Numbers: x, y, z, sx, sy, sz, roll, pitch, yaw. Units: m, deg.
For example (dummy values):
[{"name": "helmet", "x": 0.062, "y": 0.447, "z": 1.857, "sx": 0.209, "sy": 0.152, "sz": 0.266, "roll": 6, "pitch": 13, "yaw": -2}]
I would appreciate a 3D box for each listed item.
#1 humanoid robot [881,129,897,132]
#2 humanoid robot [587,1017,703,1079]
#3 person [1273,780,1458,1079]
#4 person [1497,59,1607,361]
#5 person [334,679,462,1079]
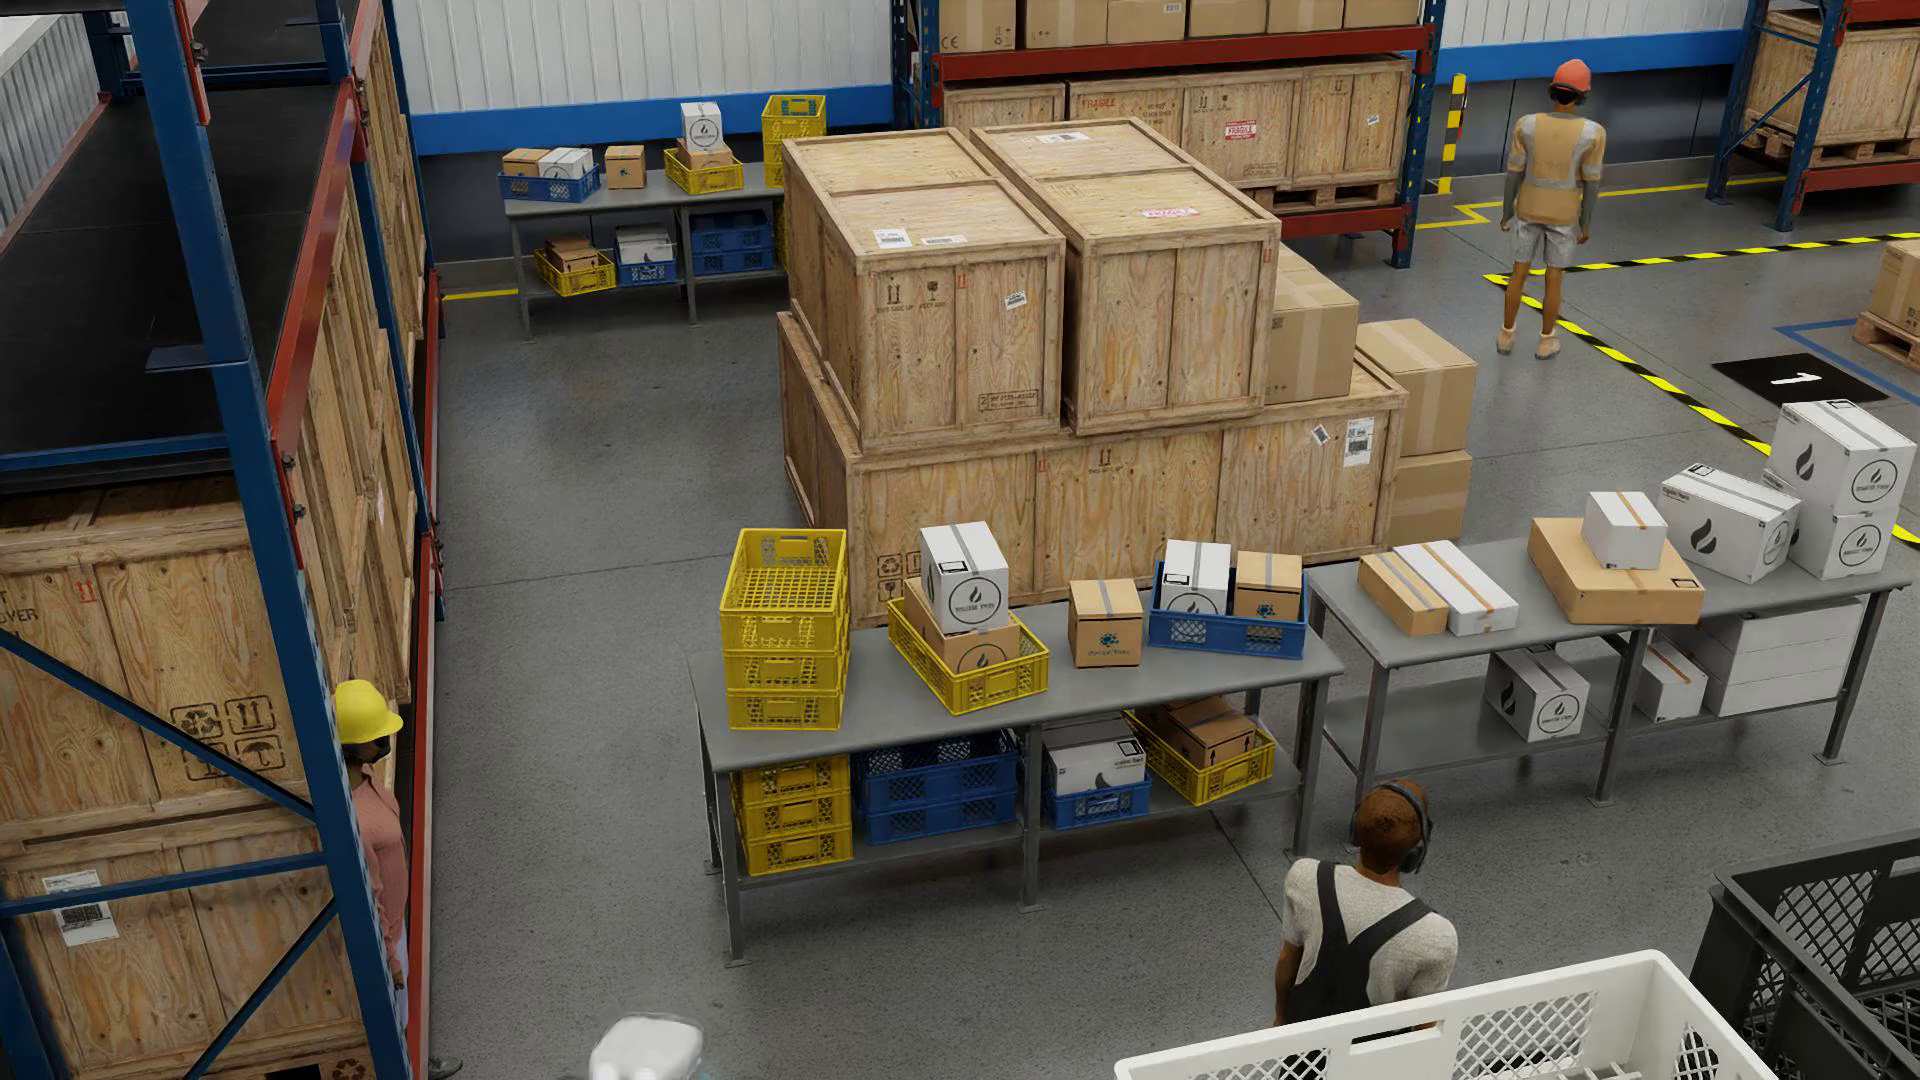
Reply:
[{"name": "humanoid robot", "x": -0.351, "y": -1.975, "z": 11.309, "sx": 0.769, "sy": 1.644, "sz": 0.610, "roll": -8, "pitch": 30, "yaw": -13}, {"name": "humanoid robot", "x": -0.653, "y": 1.762, "z": 4.420, "sx": 0.553, "sy": 1.794, "sz": 0.917, "roll": 5, "pitch": 29, "yaw": 8}, {"name": "person", "x": 1.132, "y": 1.472, "z": 4.828, "sx": 0.505, "sy": 1.836, "sz": 0.331, "roll": 19, "pitch": 34, "yaw": 31}, {"name": "person", "x": 4.007, "y": -2.237, "z": 11.340, "sx": 0.609, "sy": 2.042, "sz": 0.392, "roll": 15, "pitch": 32, "yaw": 25}, {"name": "person", "x": -1.859, "y": 1.213, "z": 5.372, "sx": 0.337, "sy": 1.761, "sz": 0.522, "roll": -10, "pitch": 30, "yaw": -17}]
